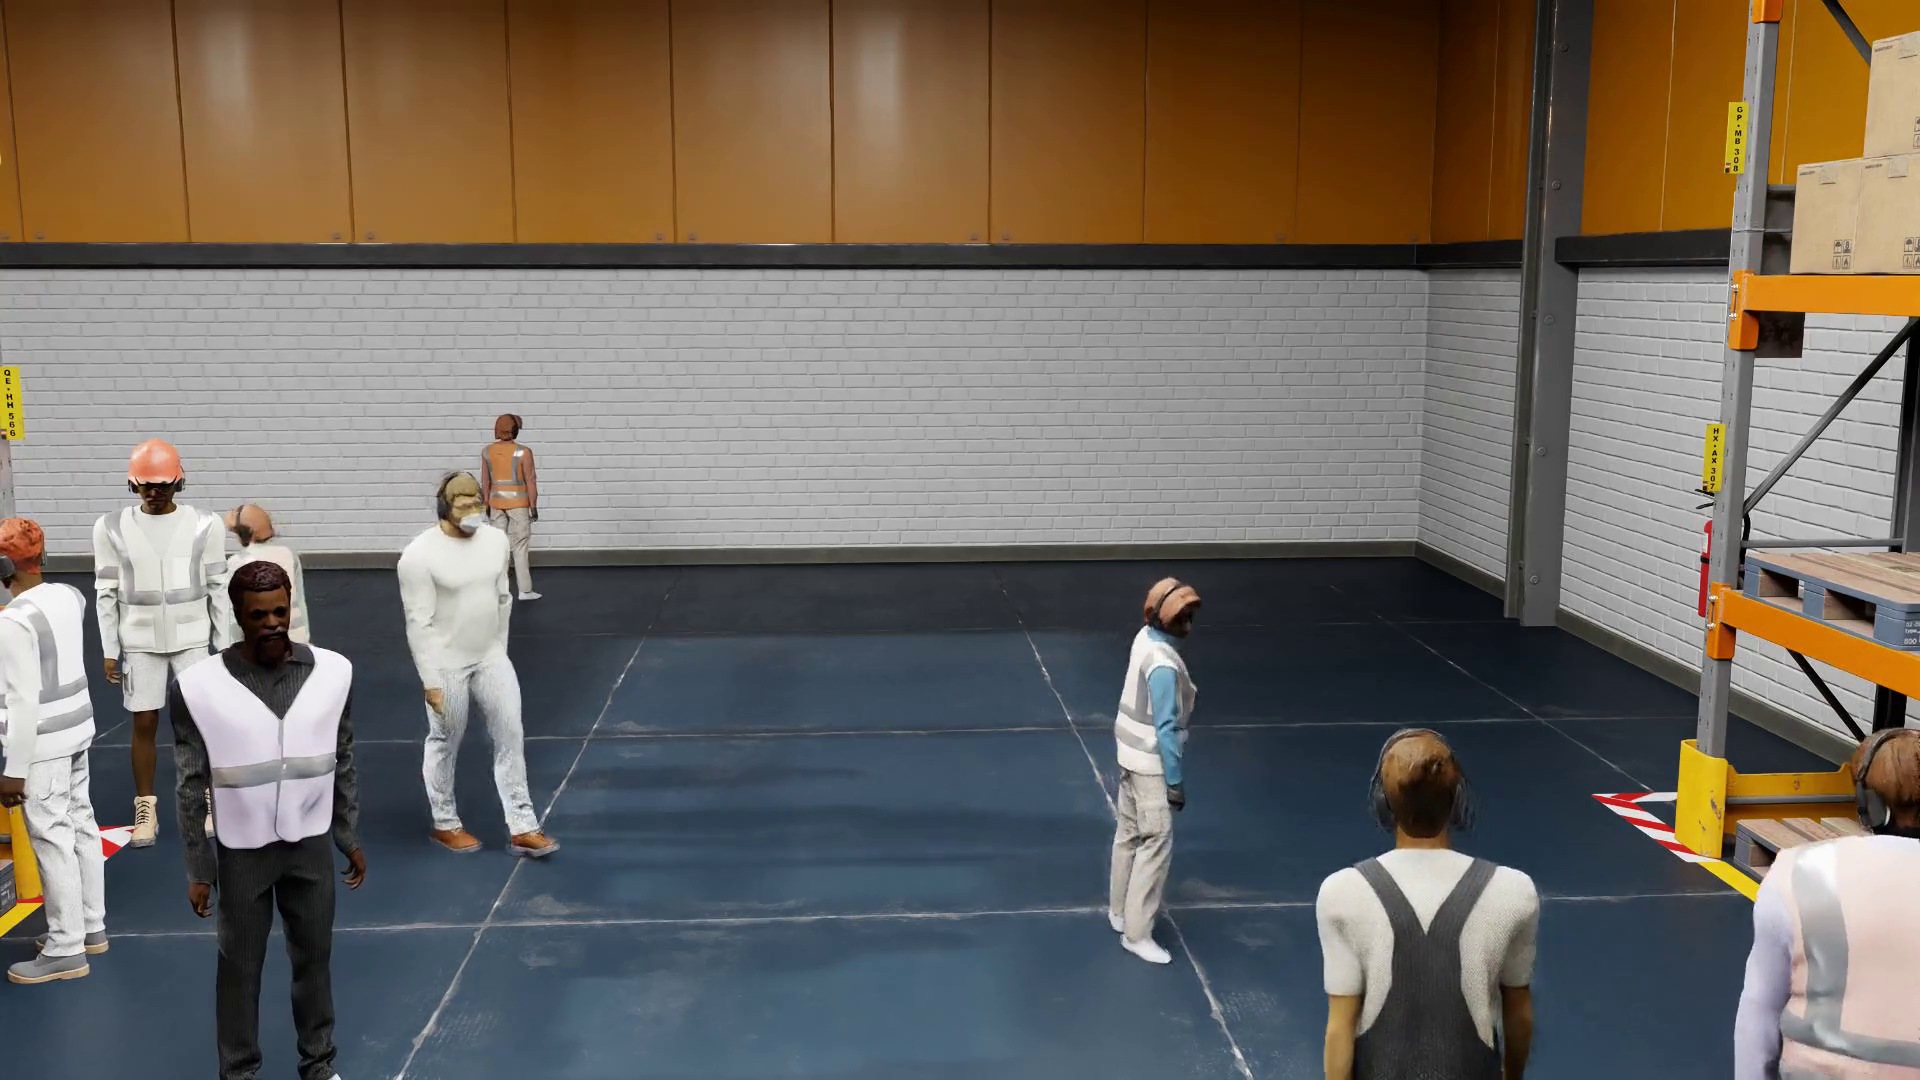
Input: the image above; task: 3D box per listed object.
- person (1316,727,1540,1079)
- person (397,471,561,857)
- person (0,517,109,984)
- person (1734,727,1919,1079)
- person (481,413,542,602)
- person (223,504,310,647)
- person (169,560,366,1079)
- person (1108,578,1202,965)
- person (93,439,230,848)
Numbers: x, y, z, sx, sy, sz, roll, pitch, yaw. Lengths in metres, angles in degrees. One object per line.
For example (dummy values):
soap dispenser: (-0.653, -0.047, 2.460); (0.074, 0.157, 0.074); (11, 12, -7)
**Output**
person: (1.058, 1.338, 3.818); (0.501, 1.812, 0.944); (2, 9, 14)
person: (-2.295, 0.626, 7.958); (0.883, 1.903, 0.644); (7, 11, 37)
person: (-3.693, 0.835, 6.702); (0.357, 1.885, 0.573); (-1, 9, -5)
person: (2.100, 1.338, 3.758); (0.644, 1.819, 0.597); (3, 10, 21)
person: (-3.910, -0.279, 14.466); (0.523, 1.638, 0.310); (3, 9, 17)
person: (-3.832, 0.592, 9.183); (0.877, 1.572, 0.524); (4, 10, 25)
person: (-2.267, 1.009, 5.504); (0.592, 1.920, 0.392); (-8, 12, -41)
person: (0.801, 0.926, 6.987); (0.328, 1.610, 0.660); (-1, 9, -4)
person: (-3.952, 0.508, 8.291); (0.605, 2.034, 0.388); (-5, 10, -26)
